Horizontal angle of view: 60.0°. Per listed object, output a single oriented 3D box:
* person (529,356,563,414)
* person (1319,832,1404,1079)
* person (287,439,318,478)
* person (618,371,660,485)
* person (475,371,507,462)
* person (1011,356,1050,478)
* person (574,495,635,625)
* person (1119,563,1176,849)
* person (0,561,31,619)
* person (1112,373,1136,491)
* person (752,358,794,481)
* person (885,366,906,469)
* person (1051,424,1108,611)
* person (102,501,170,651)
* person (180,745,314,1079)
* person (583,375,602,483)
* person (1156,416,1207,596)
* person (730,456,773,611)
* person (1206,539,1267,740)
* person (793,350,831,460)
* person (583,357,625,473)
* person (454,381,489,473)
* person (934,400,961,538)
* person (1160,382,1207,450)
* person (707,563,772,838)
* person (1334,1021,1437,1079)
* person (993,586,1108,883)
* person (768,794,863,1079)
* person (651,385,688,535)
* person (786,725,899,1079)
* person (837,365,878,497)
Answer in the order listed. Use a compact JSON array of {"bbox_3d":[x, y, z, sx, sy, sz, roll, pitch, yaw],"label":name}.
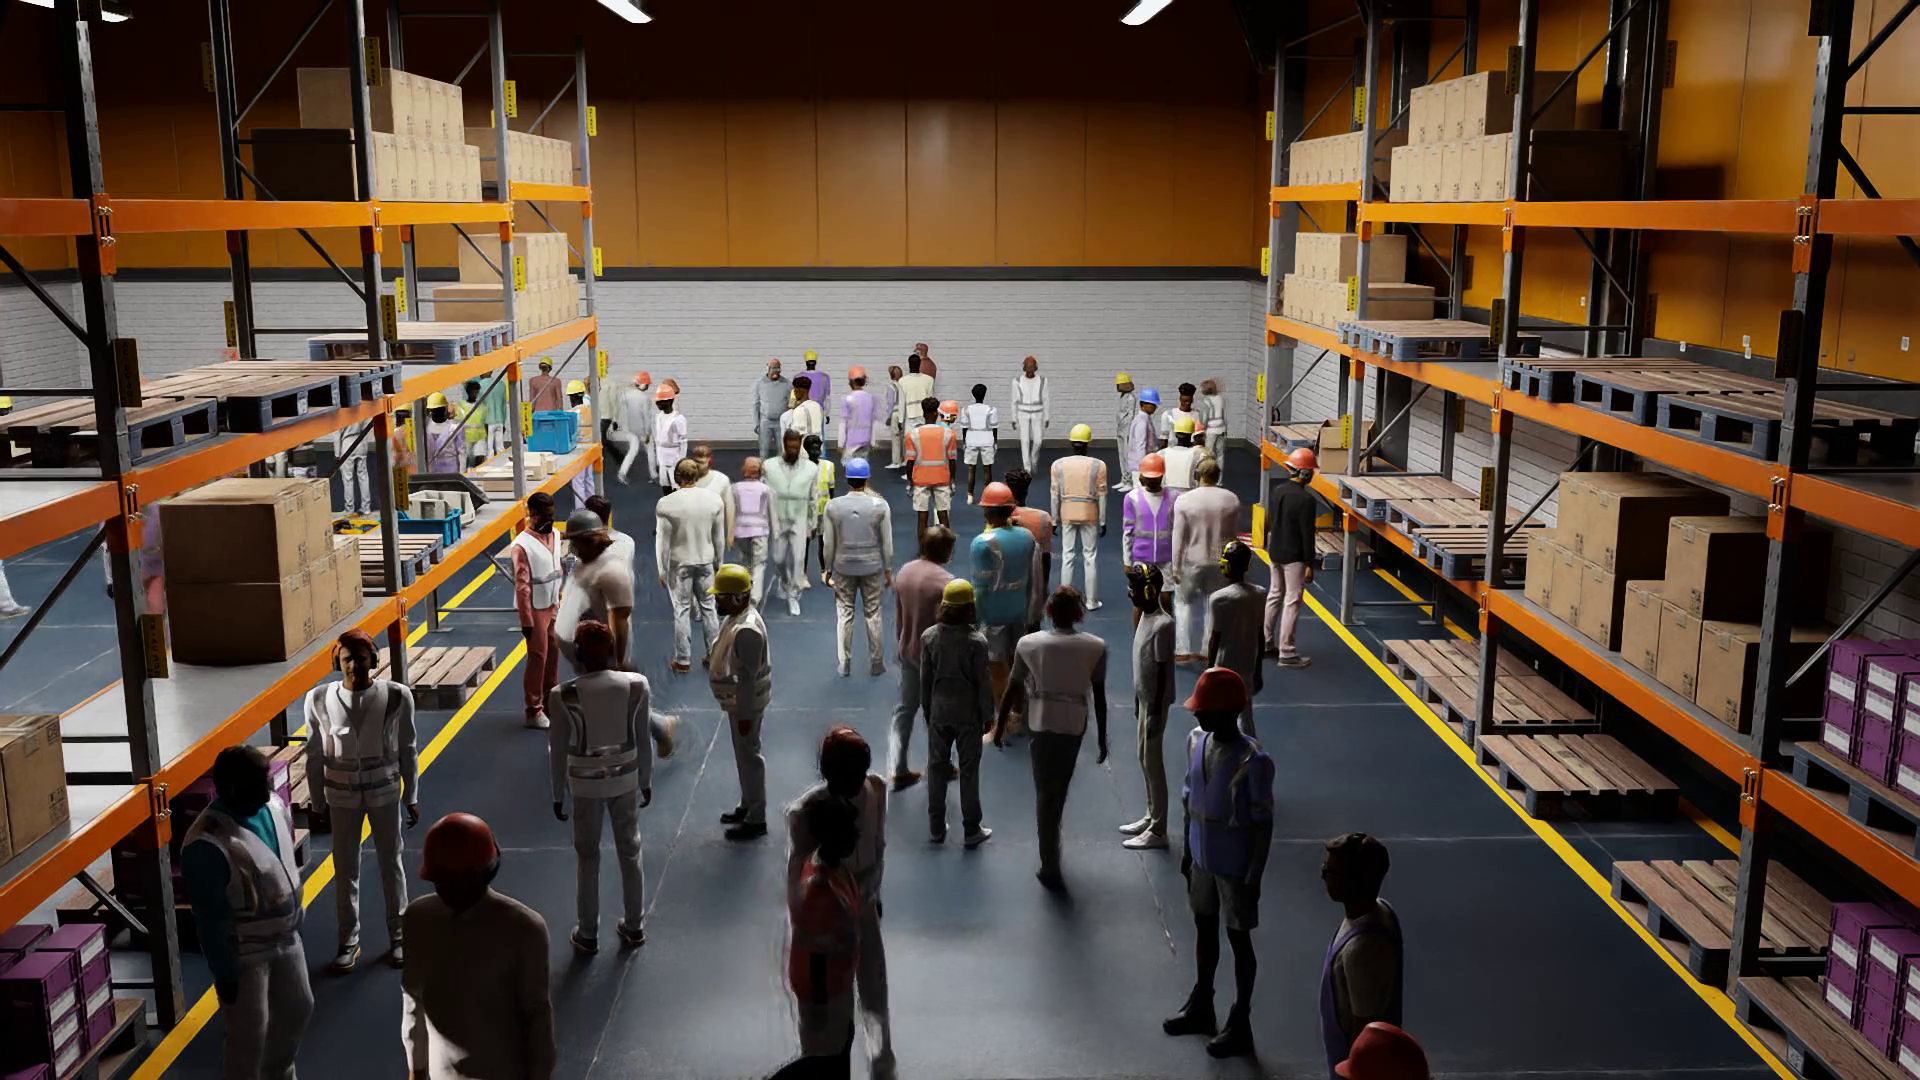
[{"bbox_3d":[-6.649,-2.075,26.766,0.535,1.752,0.342,-1,11,-4],"label":"person"},{"bbox_3d":[1.478,1.975,6.220,0.336,1.844,0.508,4,12,20],"label":"person"},{"bbox_3d":[-8.466,-0.969,21.395,0.353,1.679,0.540,3,12,16],"label":"person"},{"bbox_3d":[-4.784,-1.671,24.840,0.571,1.705,0.815,8,14,35],"label":"person"},{"bbox_3d":[-6.847,-1.654,24.196,0.371,1.934,0.627,7,13,31],"label":"person"},{"bbox_3d":[1.073,-1.874,25.467,0.606,1.867,0.417,0,11,-2],"label":"person"},{"bbox_3d":[-2.760,0.595,12.992,0.399,1.906,0.603,7,13,31],"label":"person"},{"bbox_3d":[1.213,1.066,10.767,0.350,1.856,0.523,-1,11,-7],"label":"person"},{"bbox_3d":[-9.844,-0.063,16.459,0.587,1.846,0.944,6,13,28],"label":"person"},{"bbox_3d":[2.400,-1.583,24.350,0.318,1.733,0.491,-4,12,-18],"label":"person"},{"bbox_3d":[-2.774,-1.761,24.832,0.648,1.902,0.400,-3,12,-15],"label":"person"},{"bbox_3d":[-1.006,-1.949,26.415,0.309,1.641,0.511,6,13,26],"label":"person"},{"bbox_3d":[1.222,-0.226,17.049,0.585,1.929,0.377,3,12,13],"label":"person"},{"bbox_3d":[-7.234,0.263,14.695,0.595,1.896,0.877,-7,13,-30],"label":"person"},{"bbox_3d":[-3.097,1.771,7.297,0.429,1.827,0.640,2,11,8],"label":"person"},{"bbox_3d":[-5.085,-1.360,22.966,0.344,1.839,0.503,-1,11,-4],"label":"person"},{"bbox_3d":[2.355,-0.354,17.693,0.594,1.924,0.382,5,12,22],"label":"person"},{"bbox_3d":[-2.124,-0.047,16.963,0.517,1.605,0.773,1,11,5],"label":"person"},{"bbox_3d":[1.884,0.923,11.470,0.507,1.860,0.313,-8,14,-33],"label":"person"},{"bbox_3d":[-2.317,-2.002,25.985,0.589,1.919,0.395,-2,12,-12],"label":"person"},{"bbox_3d":[-5.410,-1.895,25.354,0.626,1.960,0.936,8,14,36],"label":"person"},{"bbox_3d":[-7.045,-1.478,23.959,0.533,1.674,0.744,-6,13,-27],"label":"person"},{"bbox_3d":[-0.164,-0.888,20.849,0.350,1.739,0.574,-3,12,-14],"label":"person"},{"bbox_3d":[2.804,-1.003,20.868,0.603,1.959,0.374,-2,11,-10],"label":"person"},{"bbox_3d":[-1.448,1.046,10.950,0.404,1.824,0.587,-3,12,-15],"label":"person"},{"bbox_3d":[1.250,2.272,4.967,0.339,1.747,0.573,8,14,35],"label":"person"},{"bbox_3d":[0.568,1.179,10.383,0.693,1.776,0.988,0,11,-1],"label":"person"},{"bbox_3d":[-0.653,1.873,7.143,0.617,1.671,0.560,0,11,-1],"label":"person"},{"bbox_3d":[-3.643,-0.984,20.834,0.547,1.934,0.376,11,15,43],"label":"person"},{"bbox_3d":[-0.510,1.715,7.550,0.609,1.836,0.859,-8,14,-36],"label":"person"},{"bbox_3d":[-1.358,-1.344,22.410,0.613,2.026,0.640,11,16,44],"label":"person"}]
